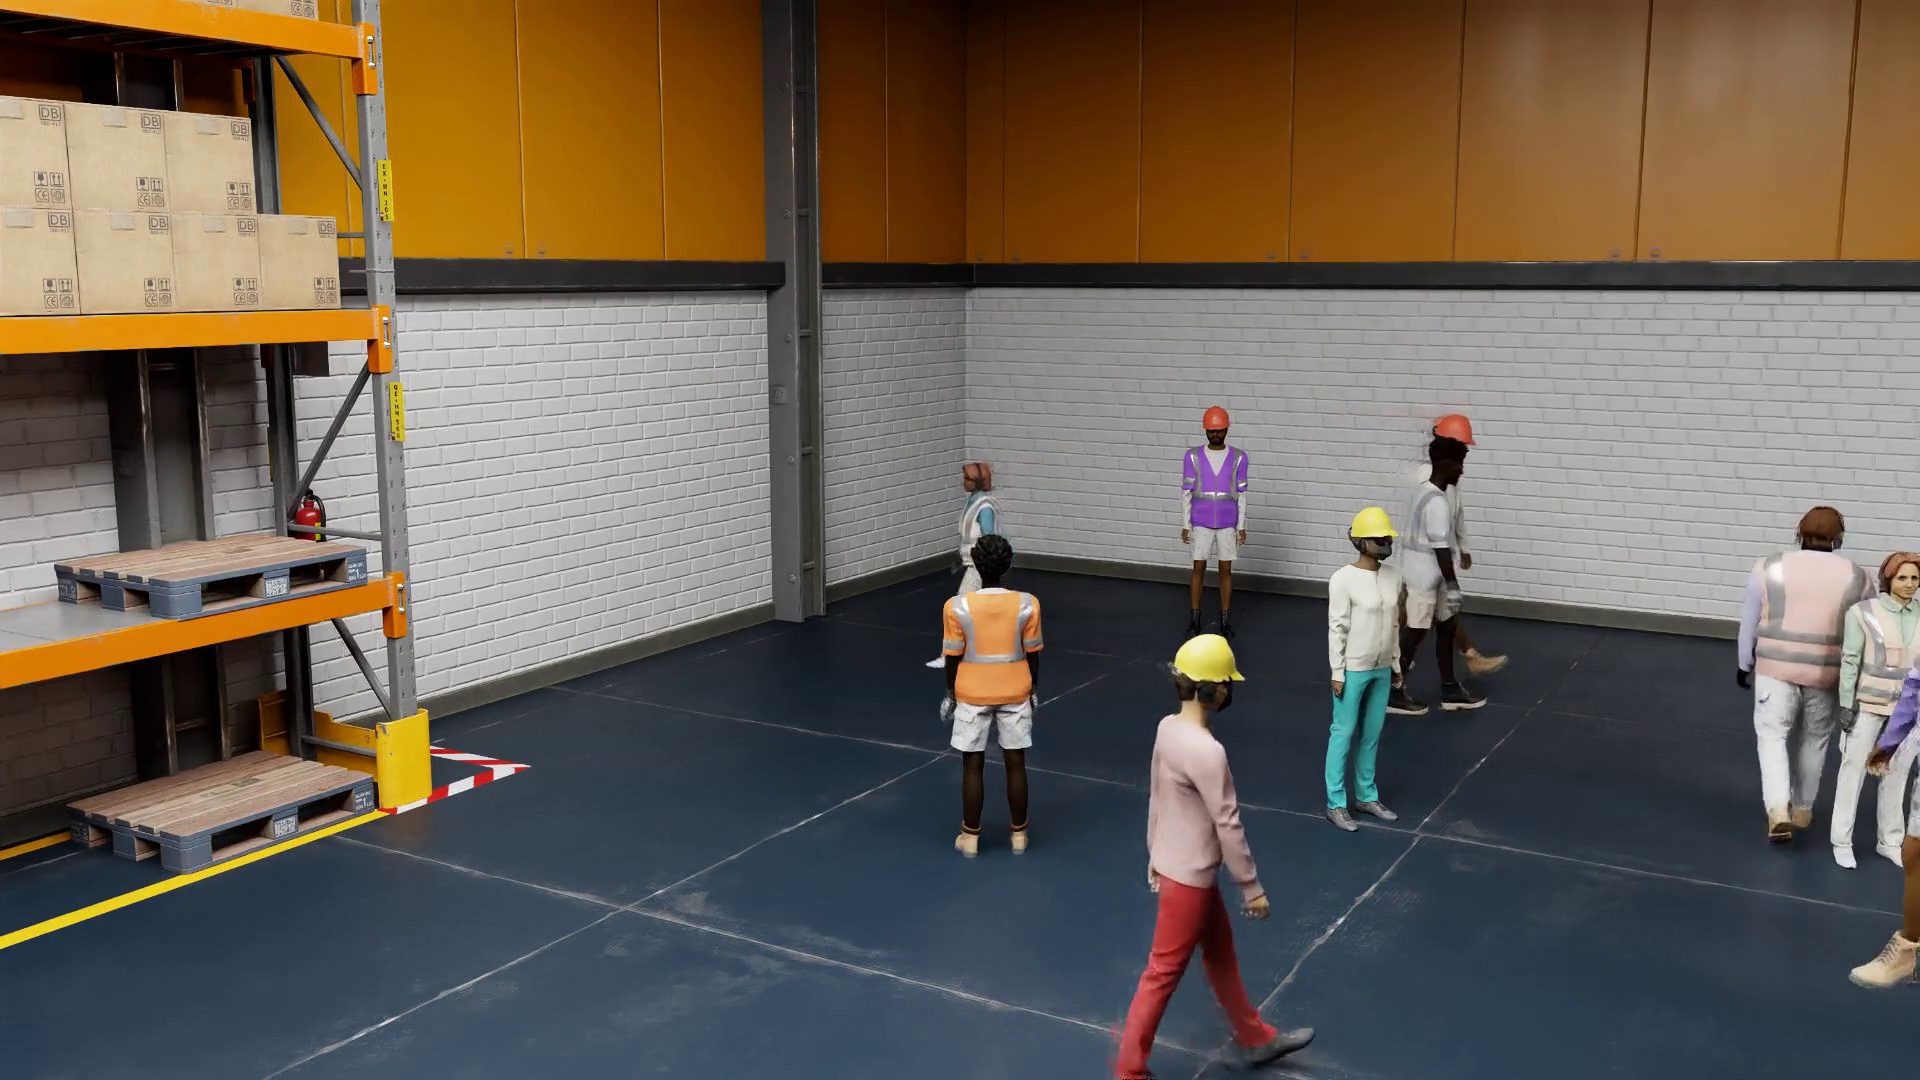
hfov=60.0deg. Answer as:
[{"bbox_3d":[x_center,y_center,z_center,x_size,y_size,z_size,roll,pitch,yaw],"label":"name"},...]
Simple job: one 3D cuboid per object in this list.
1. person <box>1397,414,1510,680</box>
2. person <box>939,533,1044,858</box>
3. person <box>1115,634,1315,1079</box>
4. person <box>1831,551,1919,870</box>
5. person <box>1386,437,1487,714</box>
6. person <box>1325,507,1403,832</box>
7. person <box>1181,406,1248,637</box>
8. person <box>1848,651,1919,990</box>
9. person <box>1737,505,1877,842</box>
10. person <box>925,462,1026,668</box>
[{"bbox_3d":[3.655,0.047,12.514,1.081,1.975,0.625,7,11,35],"label":"person"},{"bbox_3d":[0.157,0.808,8.637,0.557,1.696,0.318,-2,9,-10],"label":"person"},{"bbox_3d":[0.951,1.205,6.074,0.848,1.732,0.535,-1,9,-6],"label":"person"},{"bbox_3d":[4.726,0.864,8.471,0.515,1.641,0.314,0,9,2],"label":"person"},{"bbox_3d":[3.313,0.258,11.329,0.840,1.928,0.645,1,9,8],"label":"person"},{"bbox_3d":[2.225,0.697,9.113,0.528,1.772,0.304,-6,11,-33],"label":"person"},{"bbox_3d":[2.123,-0.151,13.882,0.552,1.937,0.356,1,9,5],"label":"person"},{"bbox_3d":[4.134,0.915,6.962,0.623,2.009,0.669,2,9,10],"label":"person"},{"bbox_3d":[4.505,0.714,8.899,0.629,1.809,0.826,4,10,21],"label":"person"},{"bbox_3d":[0.176,0.184,12.853,0.859,1.595,0.514,-1,9,-9],"label":"person"}]
